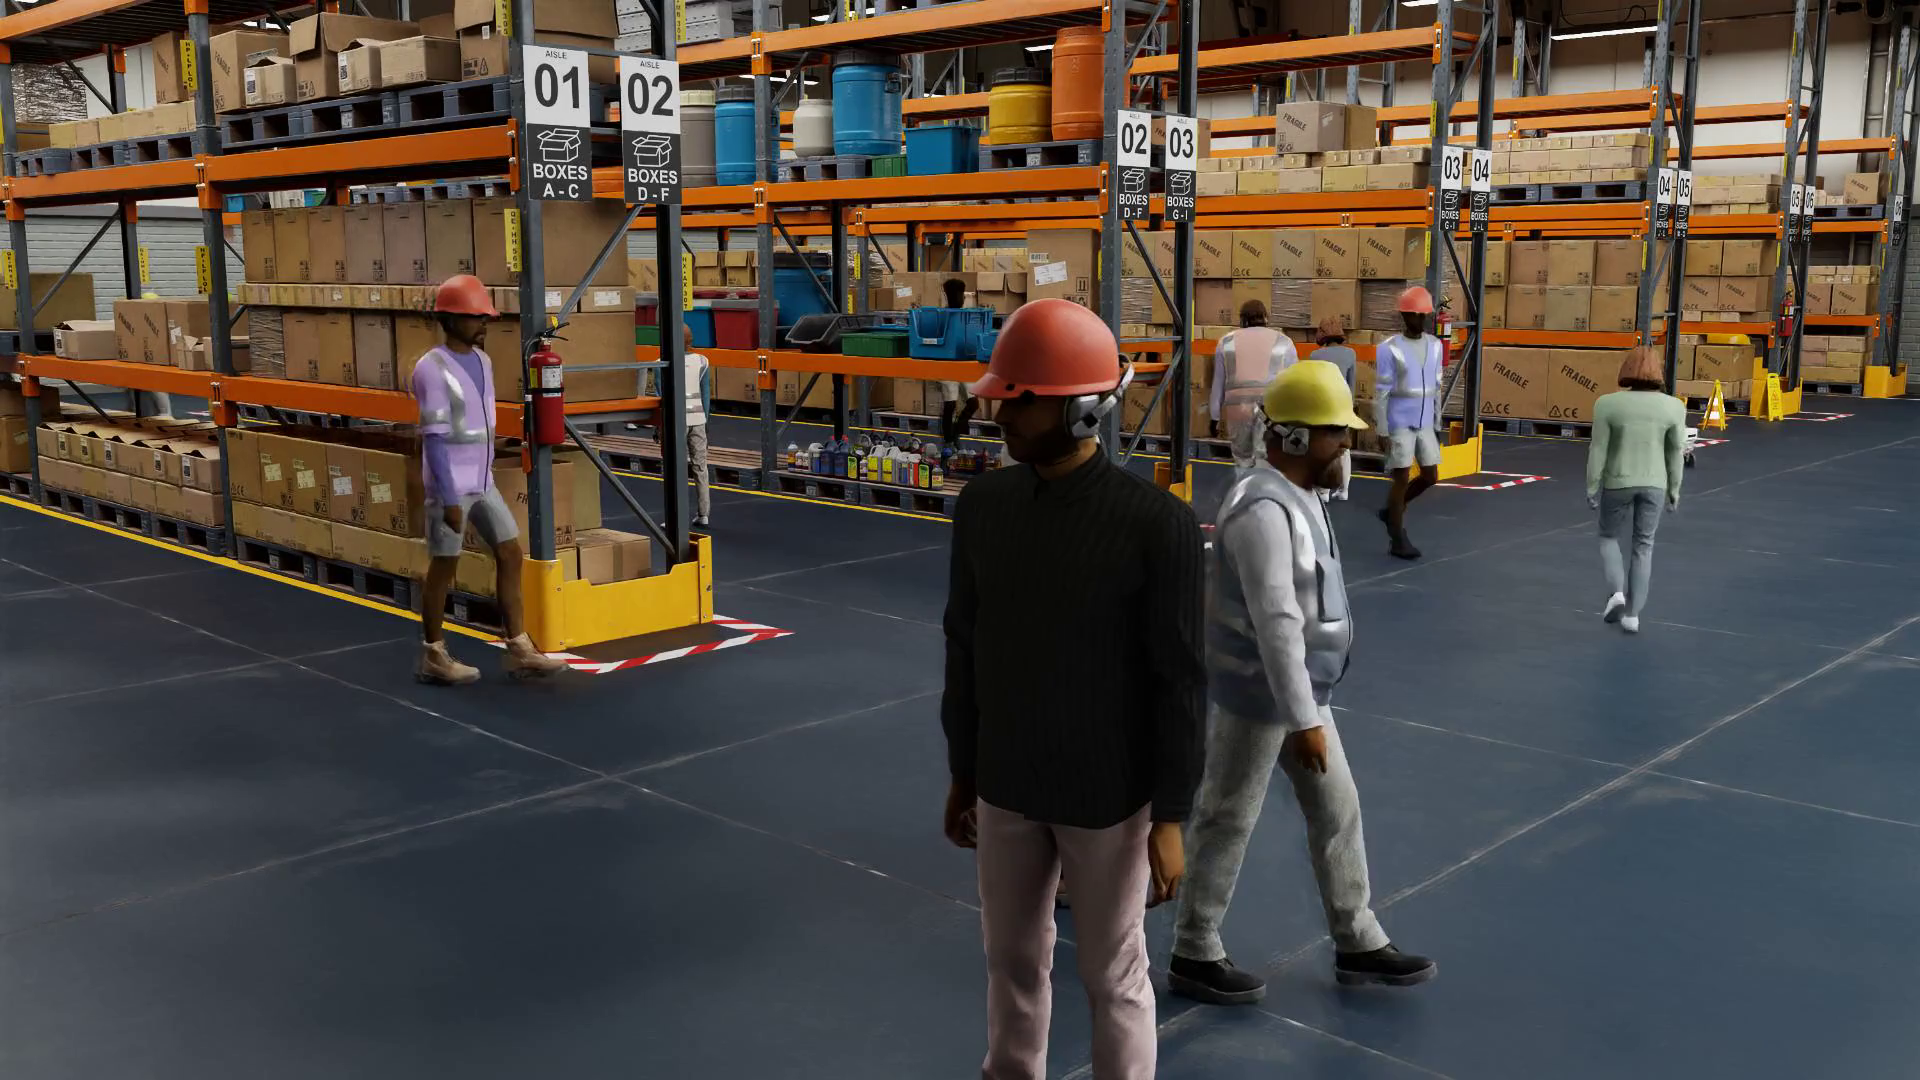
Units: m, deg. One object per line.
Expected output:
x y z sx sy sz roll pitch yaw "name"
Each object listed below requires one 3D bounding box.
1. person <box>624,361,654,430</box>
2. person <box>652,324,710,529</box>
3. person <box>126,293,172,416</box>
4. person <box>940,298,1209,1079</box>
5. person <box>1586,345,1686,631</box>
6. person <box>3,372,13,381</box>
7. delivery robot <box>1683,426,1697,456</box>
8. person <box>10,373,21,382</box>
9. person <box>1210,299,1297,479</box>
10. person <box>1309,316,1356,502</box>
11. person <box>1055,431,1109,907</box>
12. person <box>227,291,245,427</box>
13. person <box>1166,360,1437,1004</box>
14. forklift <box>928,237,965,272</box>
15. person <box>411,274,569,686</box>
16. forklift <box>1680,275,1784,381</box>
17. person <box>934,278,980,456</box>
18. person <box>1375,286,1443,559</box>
-4.169 -2.245 21.376 0.308 1.641 0.511 6 11 34 "person"
-2.186 -0.897 13.109 0.514 1.640 0.310 -8 12 -42 "person"
-8.861 -1.800 18.198 0.936 1.777 0.609 7 11 35 "person"
0.204 0.507 3.423 0.613 1.991 0.391 7 12 38 "person"
3.827 -0.292 9.445 0.523 1.619 0.357 2 10 14 "person"
-13.271 -2.630 22.881 0.590 1.920 0.398 4 10 22 "person"
7.337 -1.090 17.453 0.477 0.478 0.707 -8 12 -41 "delivery robot"
-13.892 -2.803 24.113 0.328 1.865 0.521 7 12 38 "person"
2.322 -0.962 12.988 0.725 1.804 0.555 2 10 15 "person"
3.264 -1.151 14.680 0.498 1.633 0.287 -4 10 -25 "person"
0.333 0.255 5.444 0.333 1.841 0.504 3 10 16 "person"
-8.581 -2.039 19.622 0.893 1.786 0.605 4 10 22 "person"
0.966 0.420 4.563 0.830 1.799 0.615 4 10 25 "person"
-0.326 -5.817 39.609 1.129 2.768 1.873 9 13 43 "forklift"
-2.314 -0.269 8.099 0.878 2.009 0.647 3 10 16 "person"
12.480 -3.427 27.053 1.214 2.155 2.313 9 13 43 "forklift"
-0.042 -1.820 17.802 0.649 1.951 0.417 -9 13 -43 "person"
3.197 -0.845 11.902 0.558 1.925 0.513 -4 10 -22 "person"
